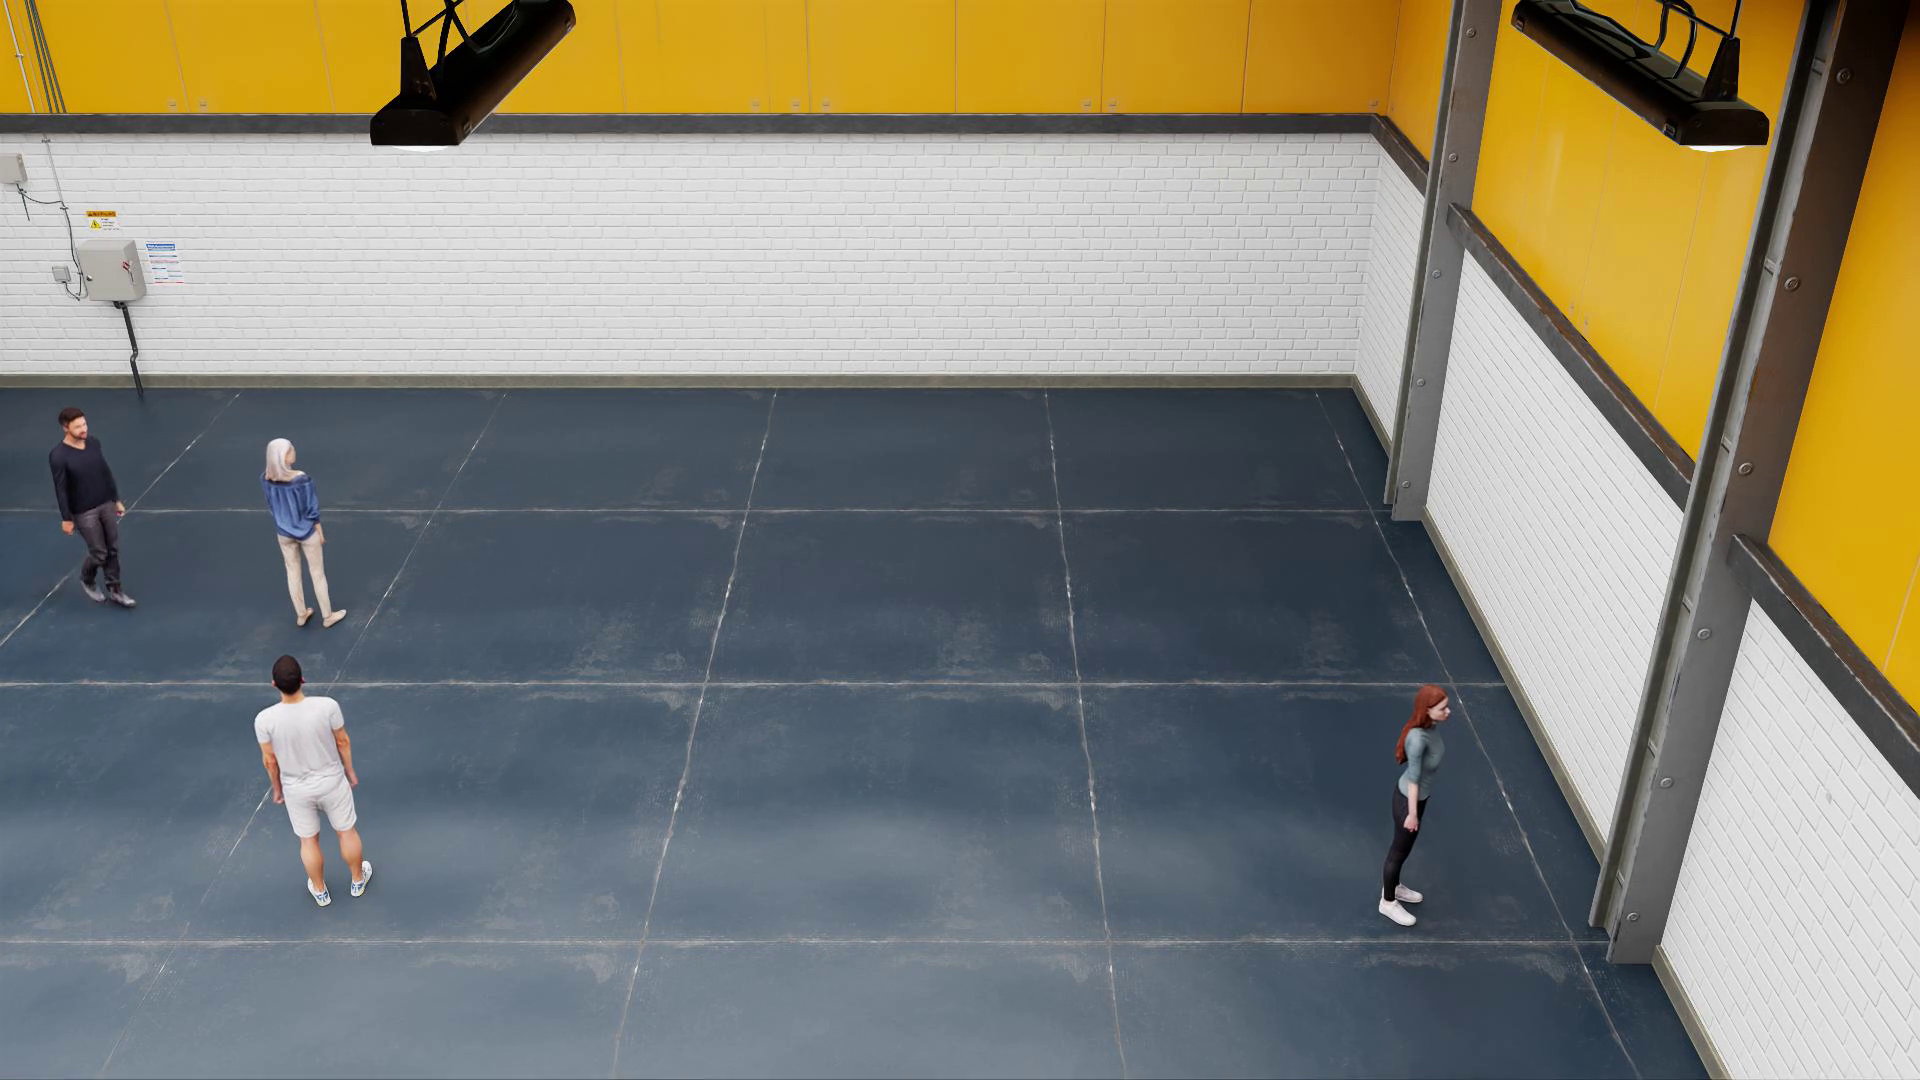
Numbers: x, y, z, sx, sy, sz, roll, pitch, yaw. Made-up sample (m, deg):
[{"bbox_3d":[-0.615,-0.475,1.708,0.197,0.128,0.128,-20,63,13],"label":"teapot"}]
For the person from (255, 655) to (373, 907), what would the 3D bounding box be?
[{"bbox_3d":[-4.159,1.545,10.696,0.759,1.856,0.720,-11,31,-19],"label":"person"}]

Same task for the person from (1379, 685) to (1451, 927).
[{"bbox_3d":[2.892,1.659,10.605,0.729,1.743,0.612,13,31,22],"label":"person"}]

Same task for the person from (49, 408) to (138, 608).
[{"bbox_3d":[-7.397,-0.270,14.026,0.862,1.853,0.797,11,30,19],"label":"person"}]

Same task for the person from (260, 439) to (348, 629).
[{"bbox_3d":[-5.489,-0.055,13.793,0.646,1.698,0.610,4,29,8],"label":"person"}]
